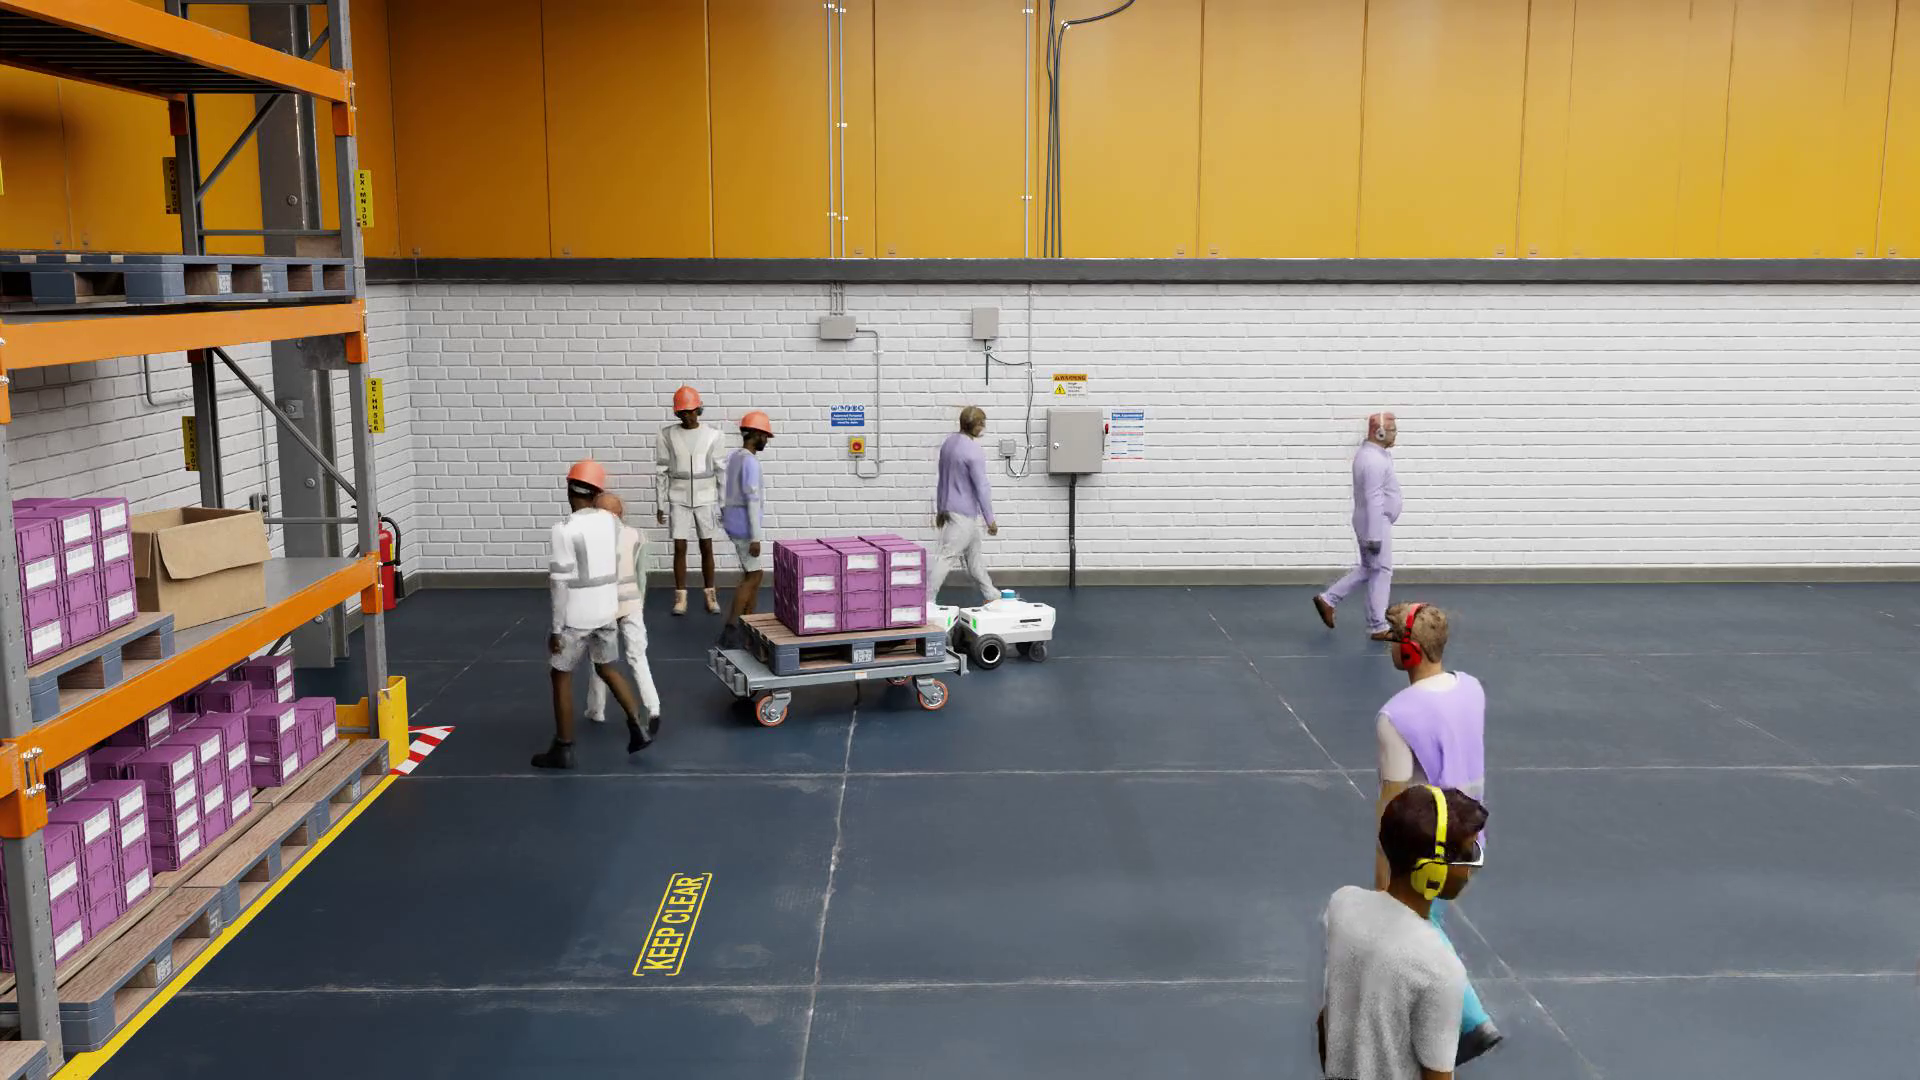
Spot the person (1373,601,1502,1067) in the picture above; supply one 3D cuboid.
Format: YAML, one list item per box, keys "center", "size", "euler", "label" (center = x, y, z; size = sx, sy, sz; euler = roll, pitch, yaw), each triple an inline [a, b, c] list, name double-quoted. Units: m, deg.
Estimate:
- center: [1.717, 1.128, 6.137]
  size: [0.600, 1.830, 0.449]
  euler: [-8, 12, -41]
  label: "person"

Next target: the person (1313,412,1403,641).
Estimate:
- center: [3.309, -0.110, 13.573]
  size: [0.674, 1.893, 0.647]
  euler: [1, 9, 7]
  label: "person"

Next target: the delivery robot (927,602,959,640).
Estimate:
- center: [-0.376, 0.623, 12.861]
  size: [0.707, 0.478, 0.477]
  euler: [2, 9, 11]
  label: "delivery robot"

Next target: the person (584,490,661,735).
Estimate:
- center: [-2.232, 0.468, 10.890]
  size: [0.504, 1.600, 0.816]
  euler: [-6, 11, -33]
  label: "person"

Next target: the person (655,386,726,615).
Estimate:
- center: [-2.354, -0.339, 14.570]
  size: [0.616, 2.029, 0.418]
  euler: [-2, 9, -11]
  label: "person"

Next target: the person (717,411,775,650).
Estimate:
- center: [-1.730, -0.062, 13.367]
  size: [0.567, 1.859, 0.593]
  euler: [-3, 10, -19]
  label: "person"

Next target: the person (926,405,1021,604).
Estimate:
- center: [0.058, -0.226, 14.320]
  size: [1.053, 1.872, 0.639]
  euler: [-4, 10, -24]
  label: "person"

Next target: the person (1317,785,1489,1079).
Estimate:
- center: [1.022, 1.475, 3.973]
  size: [0.348, 1.855, 0.588]
  euler: [-4, 10, -23]
  label: "person"

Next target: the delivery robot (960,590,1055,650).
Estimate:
- center: [0.369, 0.628, 12.832]
  size: [0.707, 0.478, 0.477]
  euler: [-3, 10, -20]
  label: "delivery robot"

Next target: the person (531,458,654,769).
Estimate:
- center: [-2.240, 0.460, 10.087]
  size: [0.588, 1.899, 0.567]
  euler: [6, 11, 32]
  label: "person"
